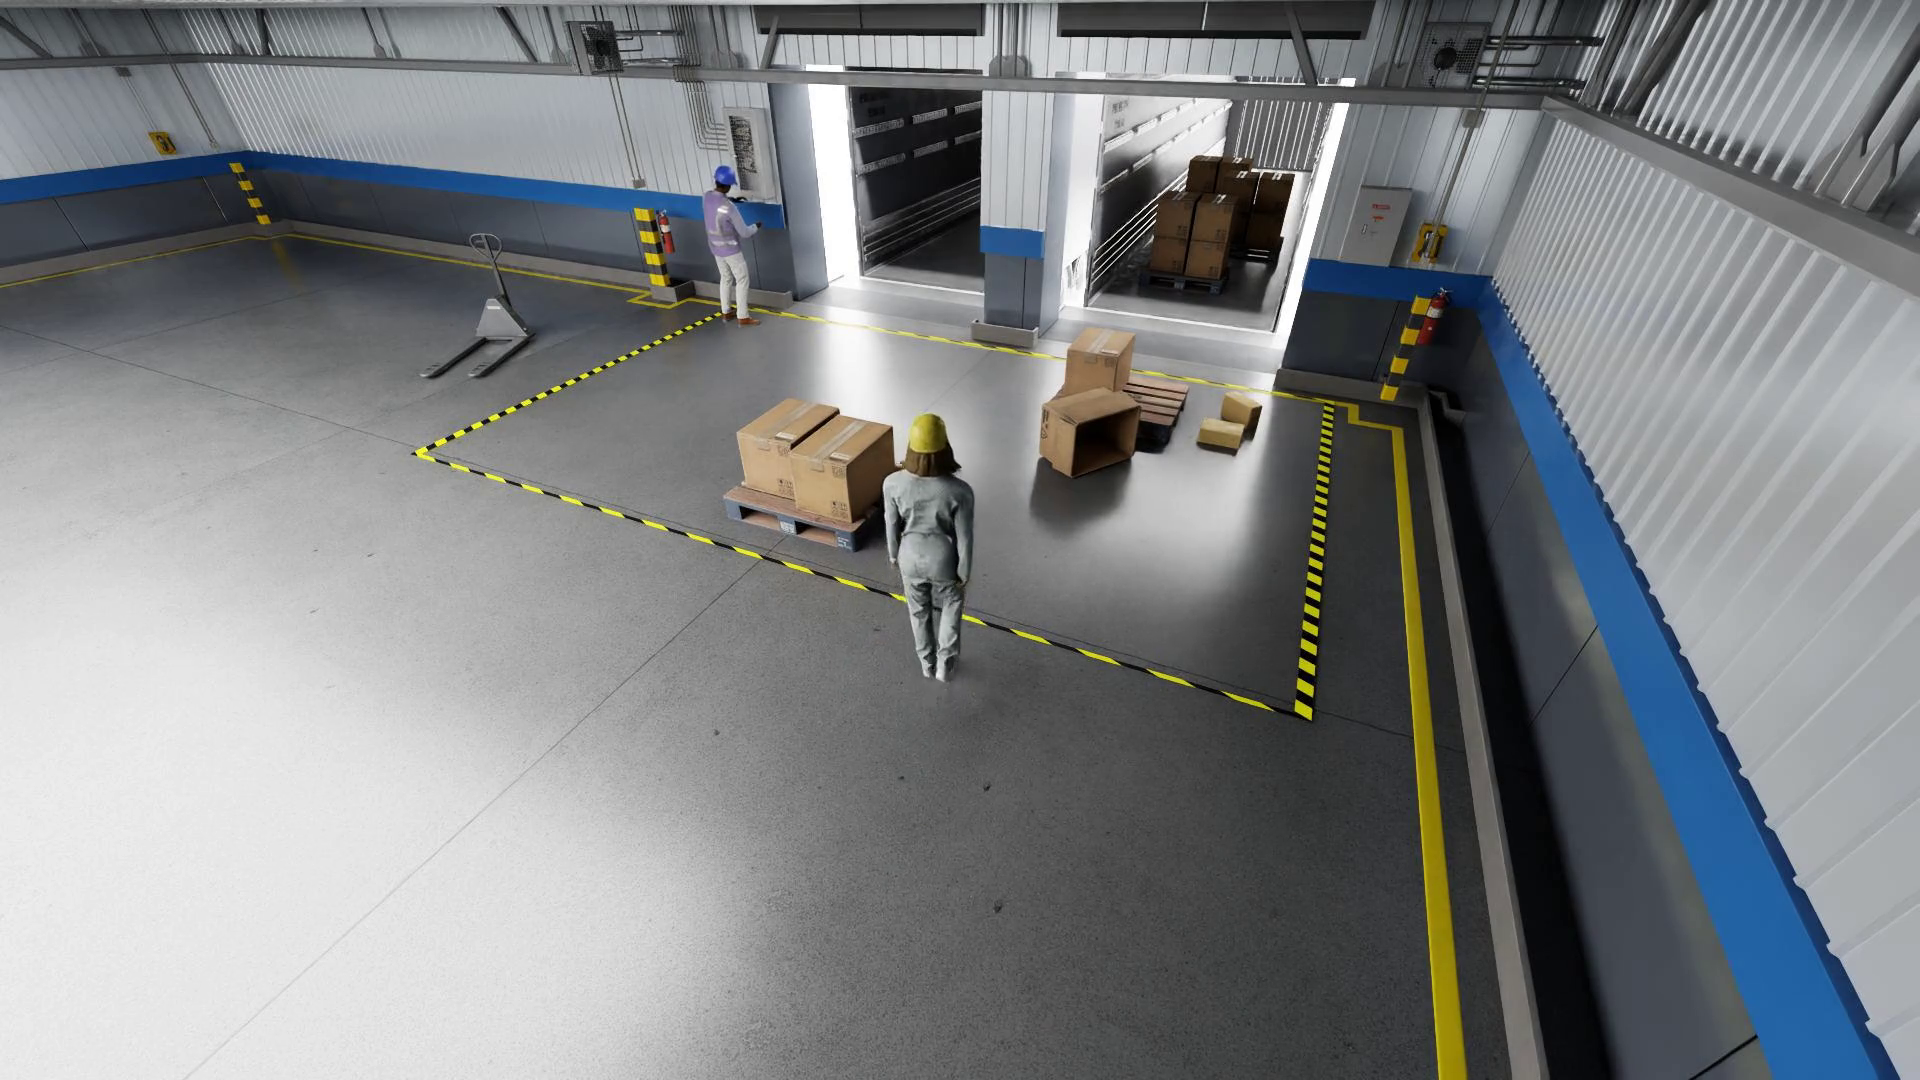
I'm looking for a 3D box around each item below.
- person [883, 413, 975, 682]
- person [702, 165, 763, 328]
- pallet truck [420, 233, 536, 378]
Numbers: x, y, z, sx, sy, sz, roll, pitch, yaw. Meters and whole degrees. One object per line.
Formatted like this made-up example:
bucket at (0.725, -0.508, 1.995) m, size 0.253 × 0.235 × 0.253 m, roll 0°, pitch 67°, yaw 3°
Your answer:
person at (-0.168, 0.136, 4.007) m, size 0.487 × 1.728 × 0.489 m, roll 4°, pitch 36°, yaw 5°
person at (-2.859, -3.722, 9.281) m, size 0.781 × 1.895 × 0.700 m, roll 24°, pitch 42°, yaw 30°
pallet truck at (-5.664, -2.712, 8.427) m, size 0.680 × 1.201 × 1.601 m, roll 0°, pitch 35°, yaw -1°
